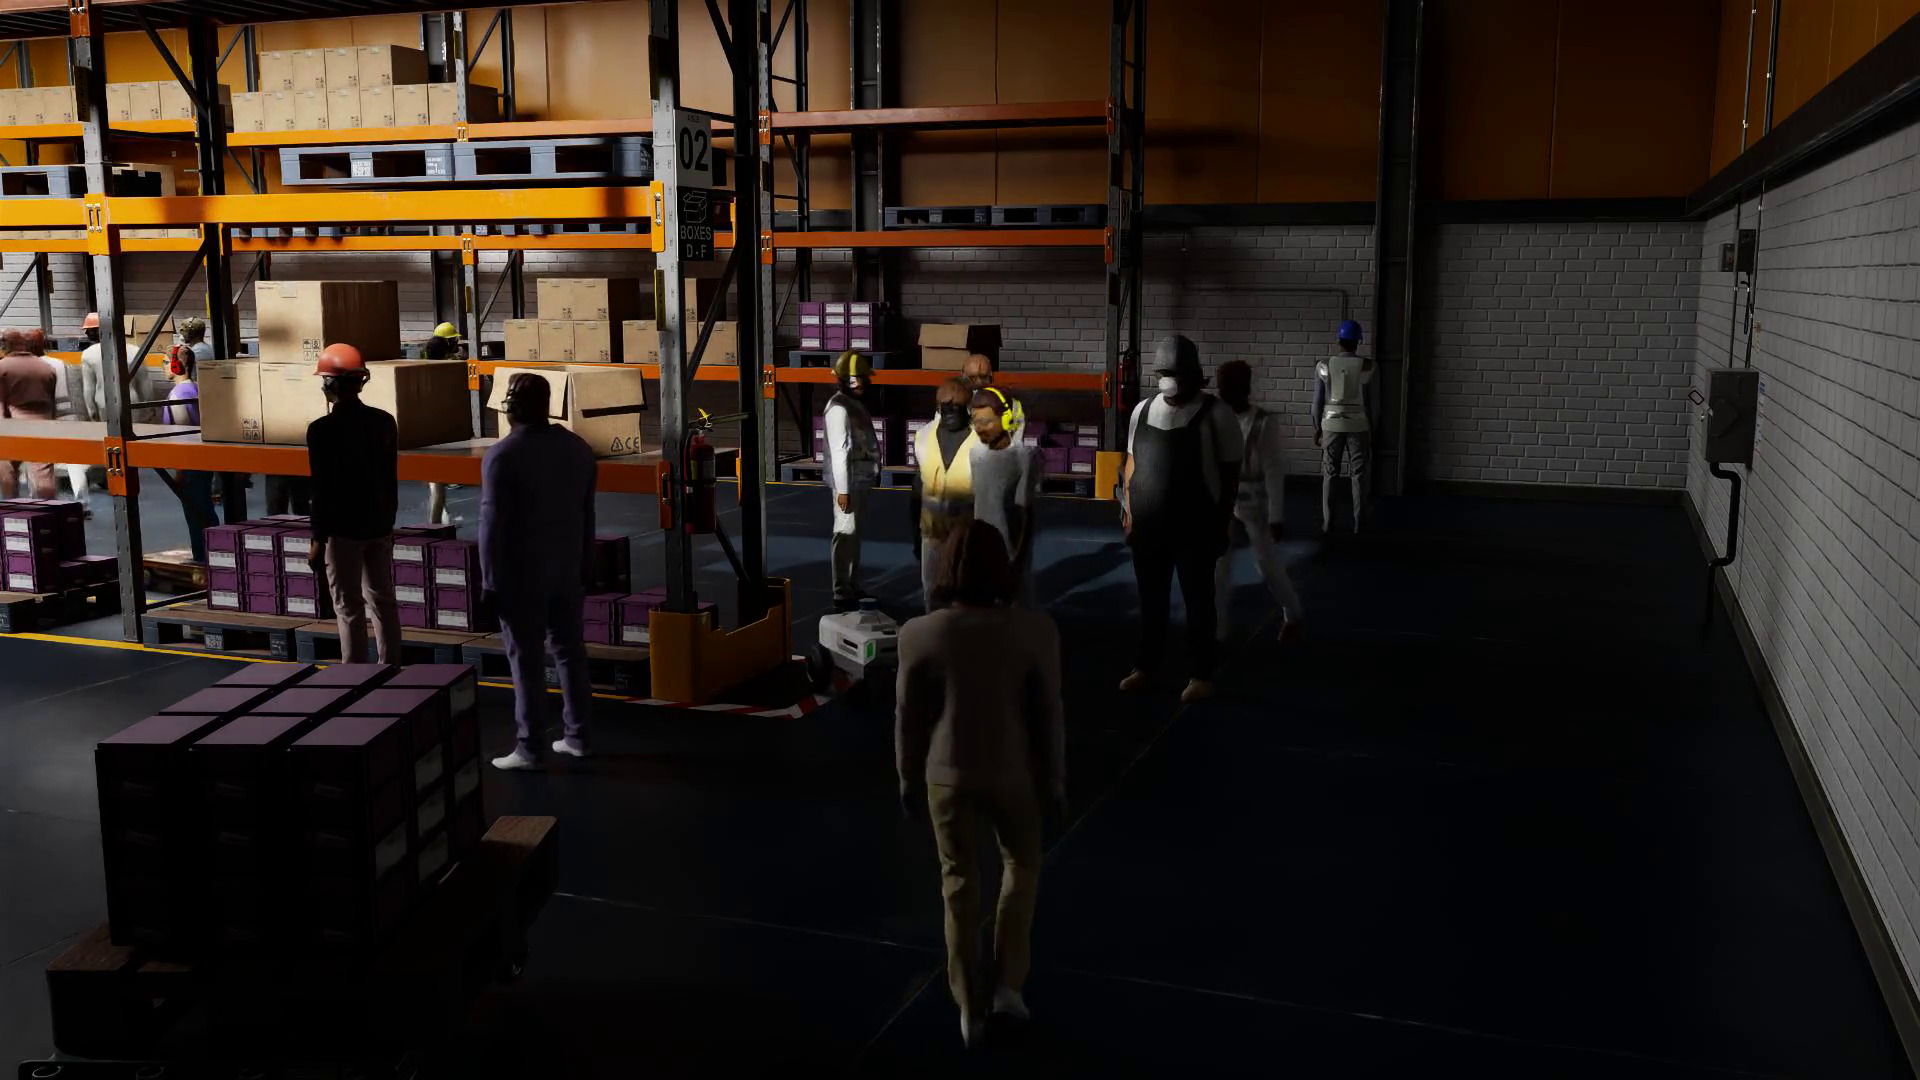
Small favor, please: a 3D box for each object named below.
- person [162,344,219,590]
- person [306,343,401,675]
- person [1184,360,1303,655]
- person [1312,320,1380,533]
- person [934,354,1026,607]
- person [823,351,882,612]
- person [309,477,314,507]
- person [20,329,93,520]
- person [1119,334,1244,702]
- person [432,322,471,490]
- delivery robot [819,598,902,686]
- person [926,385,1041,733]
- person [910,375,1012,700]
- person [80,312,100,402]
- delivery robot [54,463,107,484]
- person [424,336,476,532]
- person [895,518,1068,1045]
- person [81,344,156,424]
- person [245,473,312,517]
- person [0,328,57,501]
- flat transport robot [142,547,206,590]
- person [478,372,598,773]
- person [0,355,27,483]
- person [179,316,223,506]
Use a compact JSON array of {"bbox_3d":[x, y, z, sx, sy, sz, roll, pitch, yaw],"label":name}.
[{"bbox_3d":[-5.755,-0.545,12.487,0.395,1.847,0.564,-1,9,-7],"label":"person"},{"bbox_3d":[-3.262,-0.055,8.948,0.376,1.995,0.609,4,10,22],"label":"person"},{"bbox_3d":[1.825,-0.208,10.406,0.935,1.856,0.617,-7,11,-37],"label":"person"},{"bbox_3d":[3.532,-1.032,15.226,0.605,1.949,0.402,3,10,20],"label":"person"},{"bbox_3d":[0.125,-0.317,11.079,0.626,1.842,0.429,-2,9,-11],"label":"person"},{"bbox_3d":[-0.750,-0.410,11.688,0.404,1.829,0.602,1,9,9],"label":"person"},{"bbox_3d":[-6.701,-1.261,16.996,0.345,1.845,0.508,1,9,5],"label":"person"},{"bbox_3d":[-8.750,-1.093,15.955,0.851,1.846,0.696,3,9,17],"label":"person"},{"bbox_3d":[1.181,-0.122,9.227,0.688,2.000,0.536,6,11,34],"label":"person"},{"bbox_3d":[-5.641,-1.479,18.387,0.403,1.836,0.591,1,9,7],"label":"person"},{"bbox_3d":[-0.508,0.567,9.255,0.477,0.478,0.707,-5,10,-28],"label":"delivery robot"},{"bbox_3d":[0.160,0.115,8.460,0.538,1.806,0.987,8,12,43],"label":"person"},{"bbox_3d":[0.043,-0.028,9.363,0.670,1.814,0.659,4,10,25],"label":"person"},{"bbox_3d":[-9.709,-1.607,18.869,0.376,1.935,0.550,-4,10,-26],"label":"person"},{"bbox_3d":[-9.657,-0.844,18.114,0.707,0.478,0.477,2,9,14],"label":"delivery robot"},{"bbox_3d":[-4.535,-0.860,14.560,0.556,1.811,0.971,1,9,8],"label":"person"},{"bbox_3d":[0.065,0.738,5.114,0.535,1.617,0.356,1,9,4],"label":"person"},{"bbox_3d":[-8.980,-1.428,17.849,0.644,1.912,0.820,-2,9,-11],"label":"person"},{"bbox_3d":[-5.103,-0.588,12.557,0.410,1.913,0.625,6,11,31],"label":"person"},{"bbox_3d":[-8.574,-0.990,15.192,0.795,1.868,0.670,6,11,32],"label":"person"},{"bbox_3d":[-5.696,0.218,12.626,1.431,0.197,0.652,5,10,29],"label":"flat transport robot"},{"bbox_3d":[-2.028,0.151,7.962,0.399,1.901,0.645,7,11,36],"label":"person"},{"bbox_3d":[-10.690,-1.431,18.761,0.361,1.618,0.518,8,12,42],"label":"person"},{"bbox_3d":[-7.746,-1.311,17.011,0.374,1.939,0.629,-1,9,-9],"label":"person"}]
